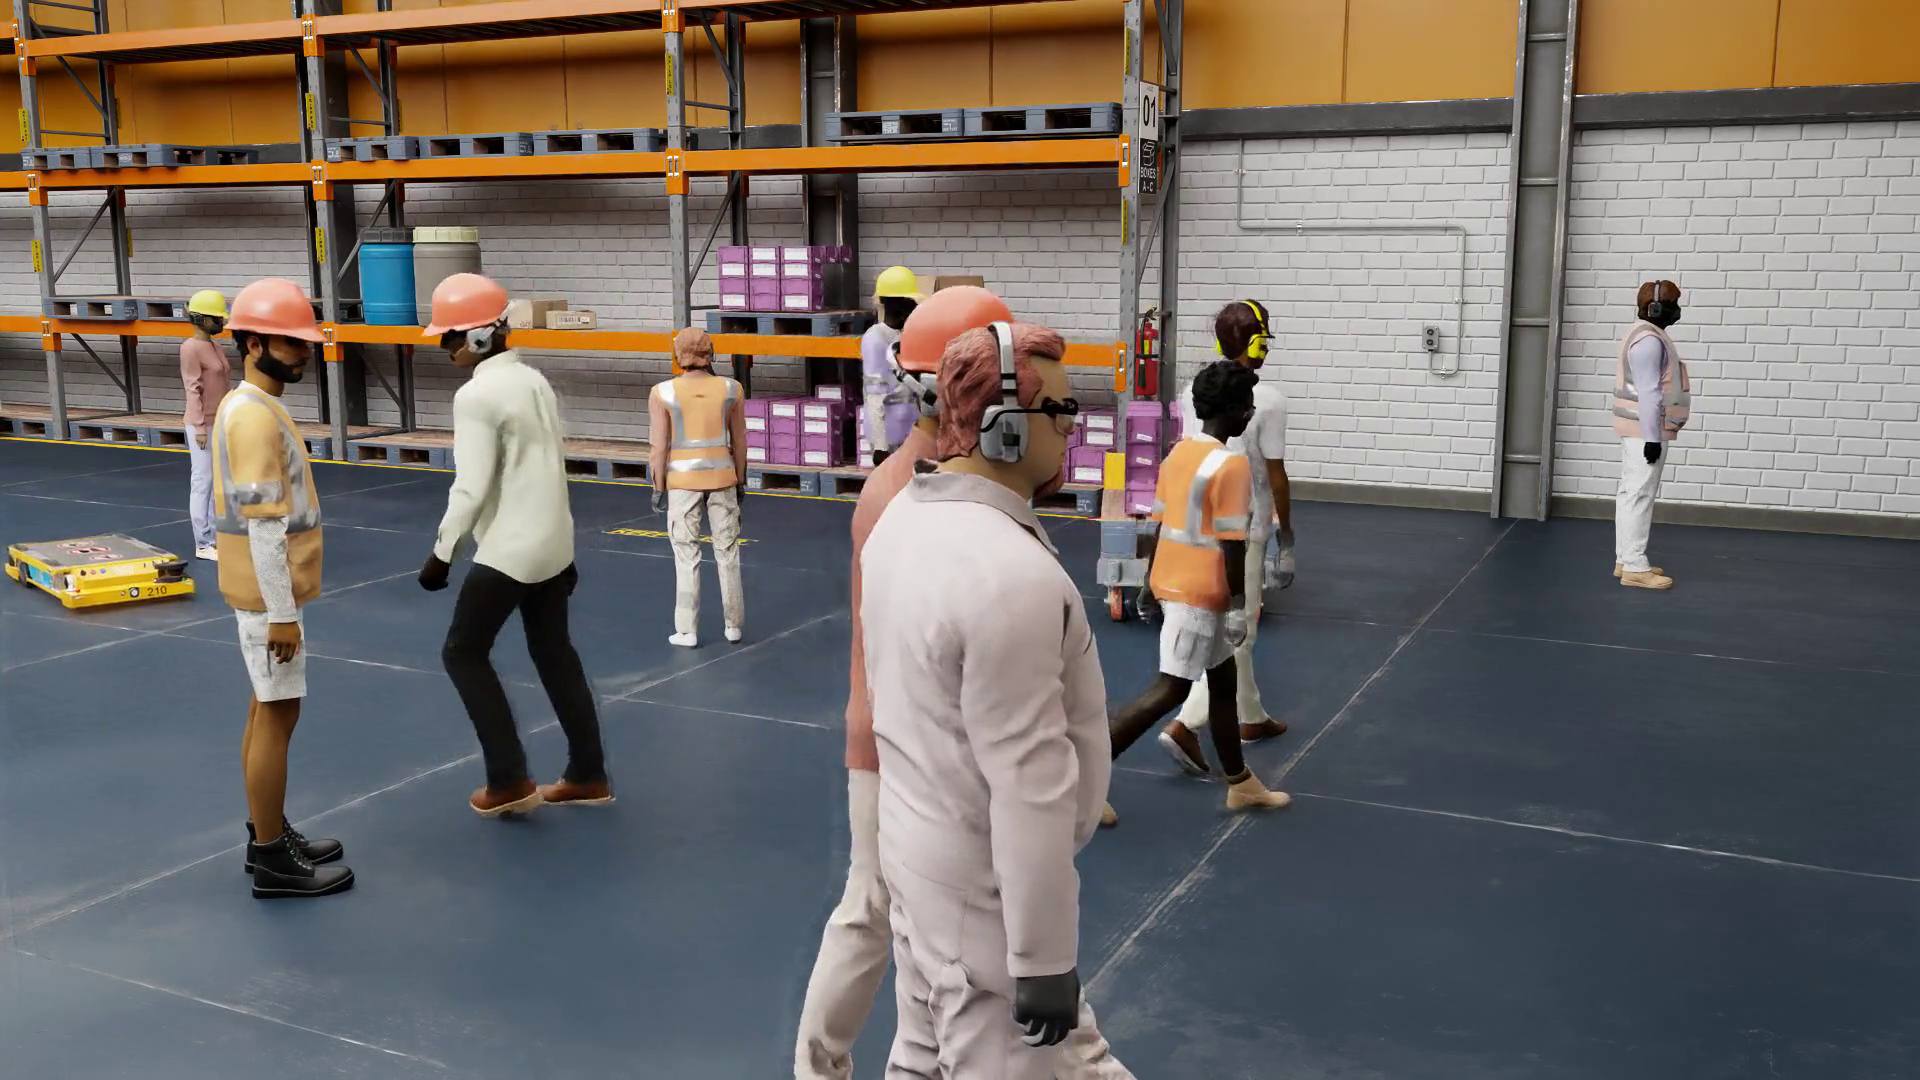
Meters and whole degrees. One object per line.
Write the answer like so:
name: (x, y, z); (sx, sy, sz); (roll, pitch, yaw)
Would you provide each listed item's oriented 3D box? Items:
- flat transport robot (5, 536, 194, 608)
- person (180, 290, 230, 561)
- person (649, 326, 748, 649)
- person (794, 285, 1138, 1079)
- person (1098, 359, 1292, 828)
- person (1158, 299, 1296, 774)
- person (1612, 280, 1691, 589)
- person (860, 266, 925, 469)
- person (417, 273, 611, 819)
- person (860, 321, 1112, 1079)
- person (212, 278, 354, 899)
flat transport robot: (-5.161, 0.165, 9.933); (0.652, 0.197, 1.431); (-9, 13, -42)
person: (-4.901, -0.750, 10.906); (0.318, 1.764, 0.522); (-1, 10, -5)
person: (-1.322, -0.261, 8.454); (0.514, 1.639, 0.314); (-4, 11, -24)
person: (0.046, 0.449, 3.518); (0.984, 1.938, 0.638); (5, 11, 25)
person: (0.763, 0.189, 5.842); (0.840, 1.654, 0.536); (-2, 10, -12)
person: (1.063, -0.025, 6.547); (0.889, 1.841, 0.537); (-8, 13, -40)
person: (4.168, -0.641, 10.057); (0.429, 1.844, 0.626); (3, 10, 16)
person: (-0.371, -0.615, 9.655); (0.366, 1.926, 0.594); (3, 10, 16)
person: (-1.559, 0.056, 5.826); (0.578, 1.952, 0.645); (2, 10, 12)
person: (0.061, 0.585, 2.851); (0.403, 1.906, 0.651); (-4, 11, -19)
person: (-2.135, 0.152, 5.247); (0.370, 1.931, 0.552); (-5, 11, -24)
